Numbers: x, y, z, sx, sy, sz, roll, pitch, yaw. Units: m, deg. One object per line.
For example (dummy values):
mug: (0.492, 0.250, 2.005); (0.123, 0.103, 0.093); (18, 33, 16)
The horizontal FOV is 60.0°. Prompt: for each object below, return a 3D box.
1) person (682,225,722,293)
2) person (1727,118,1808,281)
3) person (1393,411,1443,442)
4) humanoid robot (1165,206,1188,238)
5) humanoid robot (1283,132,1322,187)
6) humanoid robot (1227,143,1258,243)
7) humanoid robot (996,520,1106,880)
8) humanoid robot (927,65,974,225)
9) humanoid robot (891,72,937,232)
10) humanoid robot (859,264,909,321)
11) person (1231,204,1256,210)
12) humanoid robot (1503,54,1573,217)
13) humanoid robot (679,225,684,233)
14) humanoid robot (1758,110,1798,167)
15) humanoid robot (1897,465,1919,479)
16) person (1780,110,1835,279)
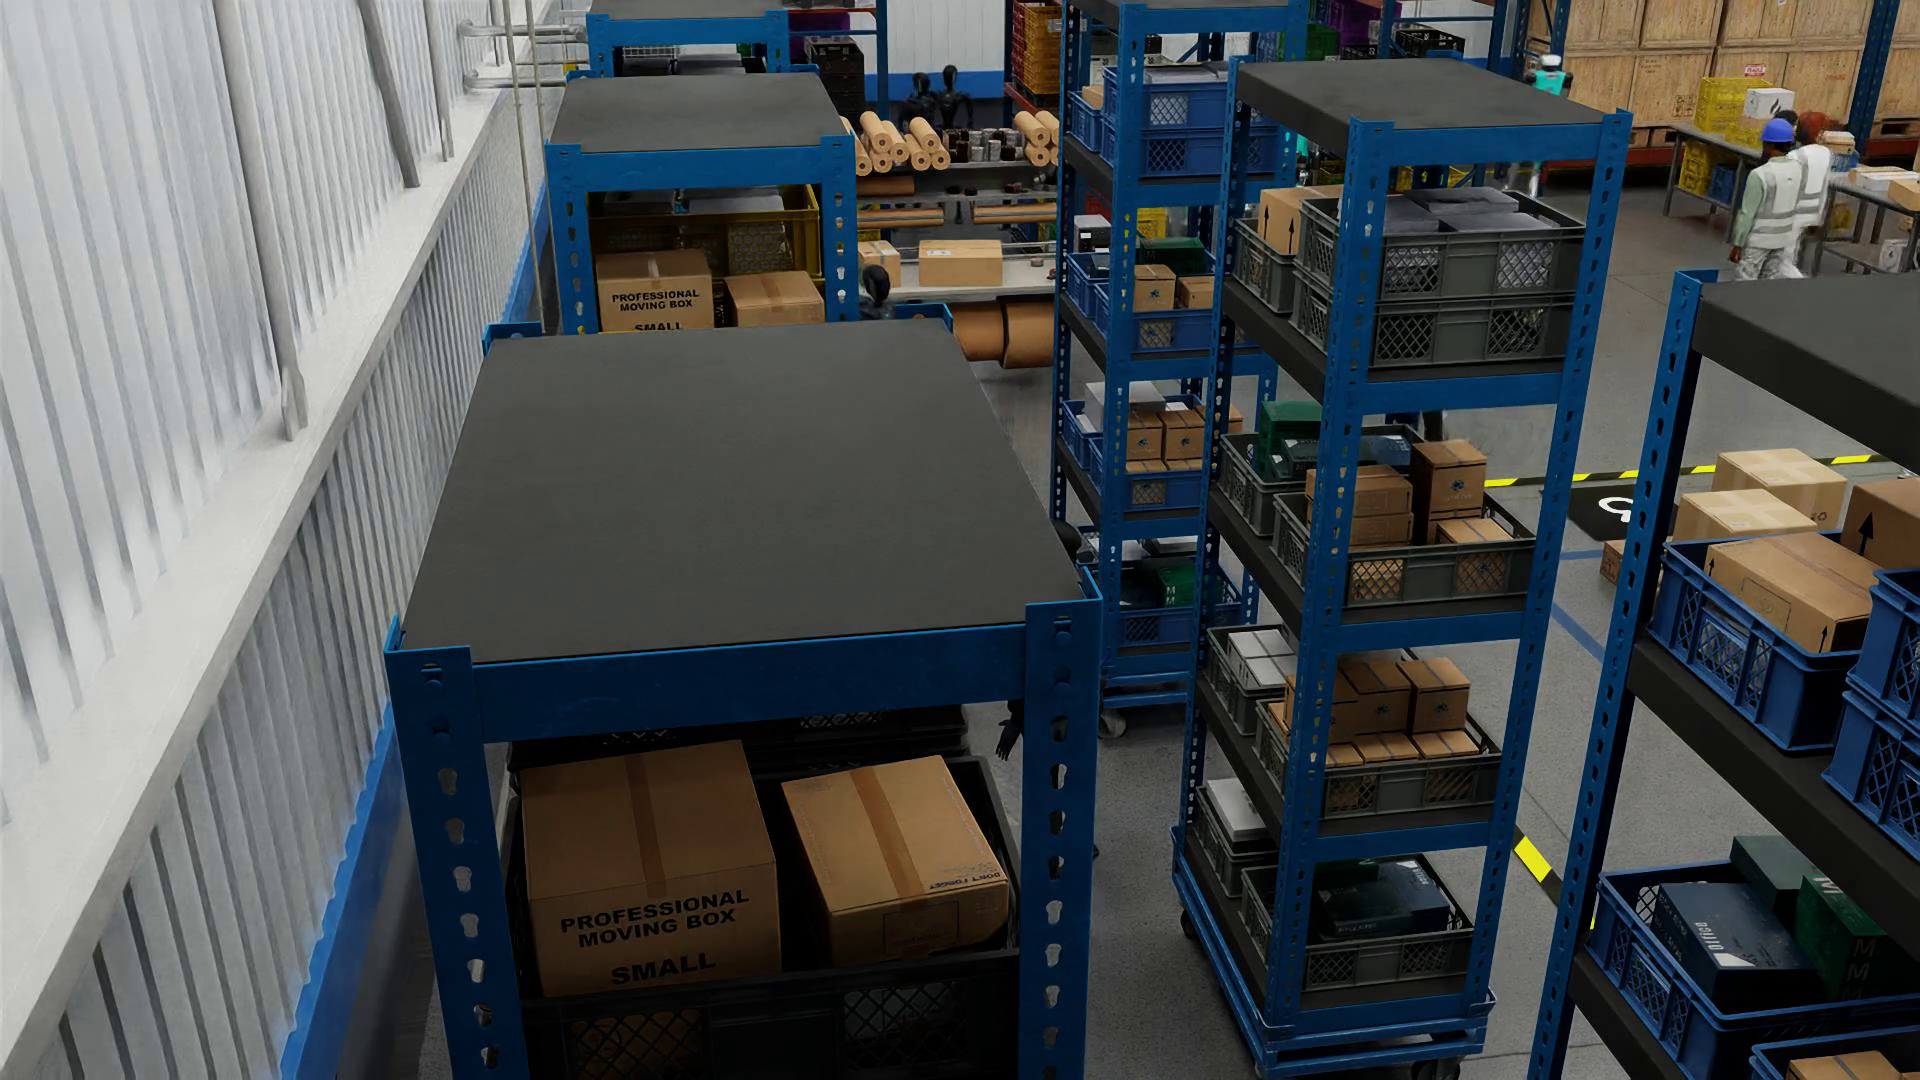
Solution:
person: (-2.190, -2.760, 14.277); (0.602, 1.958, 0.368); (-20, 31, -36)
person: (6.595, -2.480, 13.695); (0.606, 1.939, 0.415); (-11, 27, -22)
person: (3.053, -1.342, 11.364); (0.887, 1.815, 0.600); (-5, 25, -11)
humanoid robot: (2.150, -3.543, 16.375); (0.533, 1.885, 0.775); (5, 25, 11)
humanoid robot: (3.089, -3.327, 15.613); (0.533, 1.677, 0.735); (6, 25, 14)
humanoid robot: (2.816, -3.801, 16.872); (0.545, 1.859, 0.664); (-1, 25, -1)
humanoid robot: (0.411, 0.687, 7.102); (0.315, 1.657, 0.599); (20, 32, 37)
humanoid robot: (-0.143, -4.219, 17.770); (0.586, 1.650, 0.398); (3, 25, 7)
humanoid robot: (-0.498, -4.075, 17.481); (0.415, 1.640, 0.611); (21, 32, 38)
humanoid robot: (-0.485, -0.974, 10.733); (0.608, 1.651, 0.355); (-19, 31, -35)
person: (3.487, -4.582, 18.224); (1.026, 1.987, 0.634); (-2, 25, -5)
humanoid robot: (6.282, -4.490, 18.341); (0.546, 1.788, 0.923); (0, 25, -1)
humanoid robot: (-2.383, -2.211, 13.445); (0.546, 1.867, 0.832); (3, 25, 7)
humanoid robot: (7.642, -3.195, 15.567); (0.427, 1.648, 0.612); (-3, 25, -7)
humanoid robot: (6.430, -1.141, 10.860); (0.735, 1.677, 0.533); (-12, 27, -23)
person: (7.297, -2.786, 14.464); (0.584, 1.853, 0.869); (-14, 28, -27)
